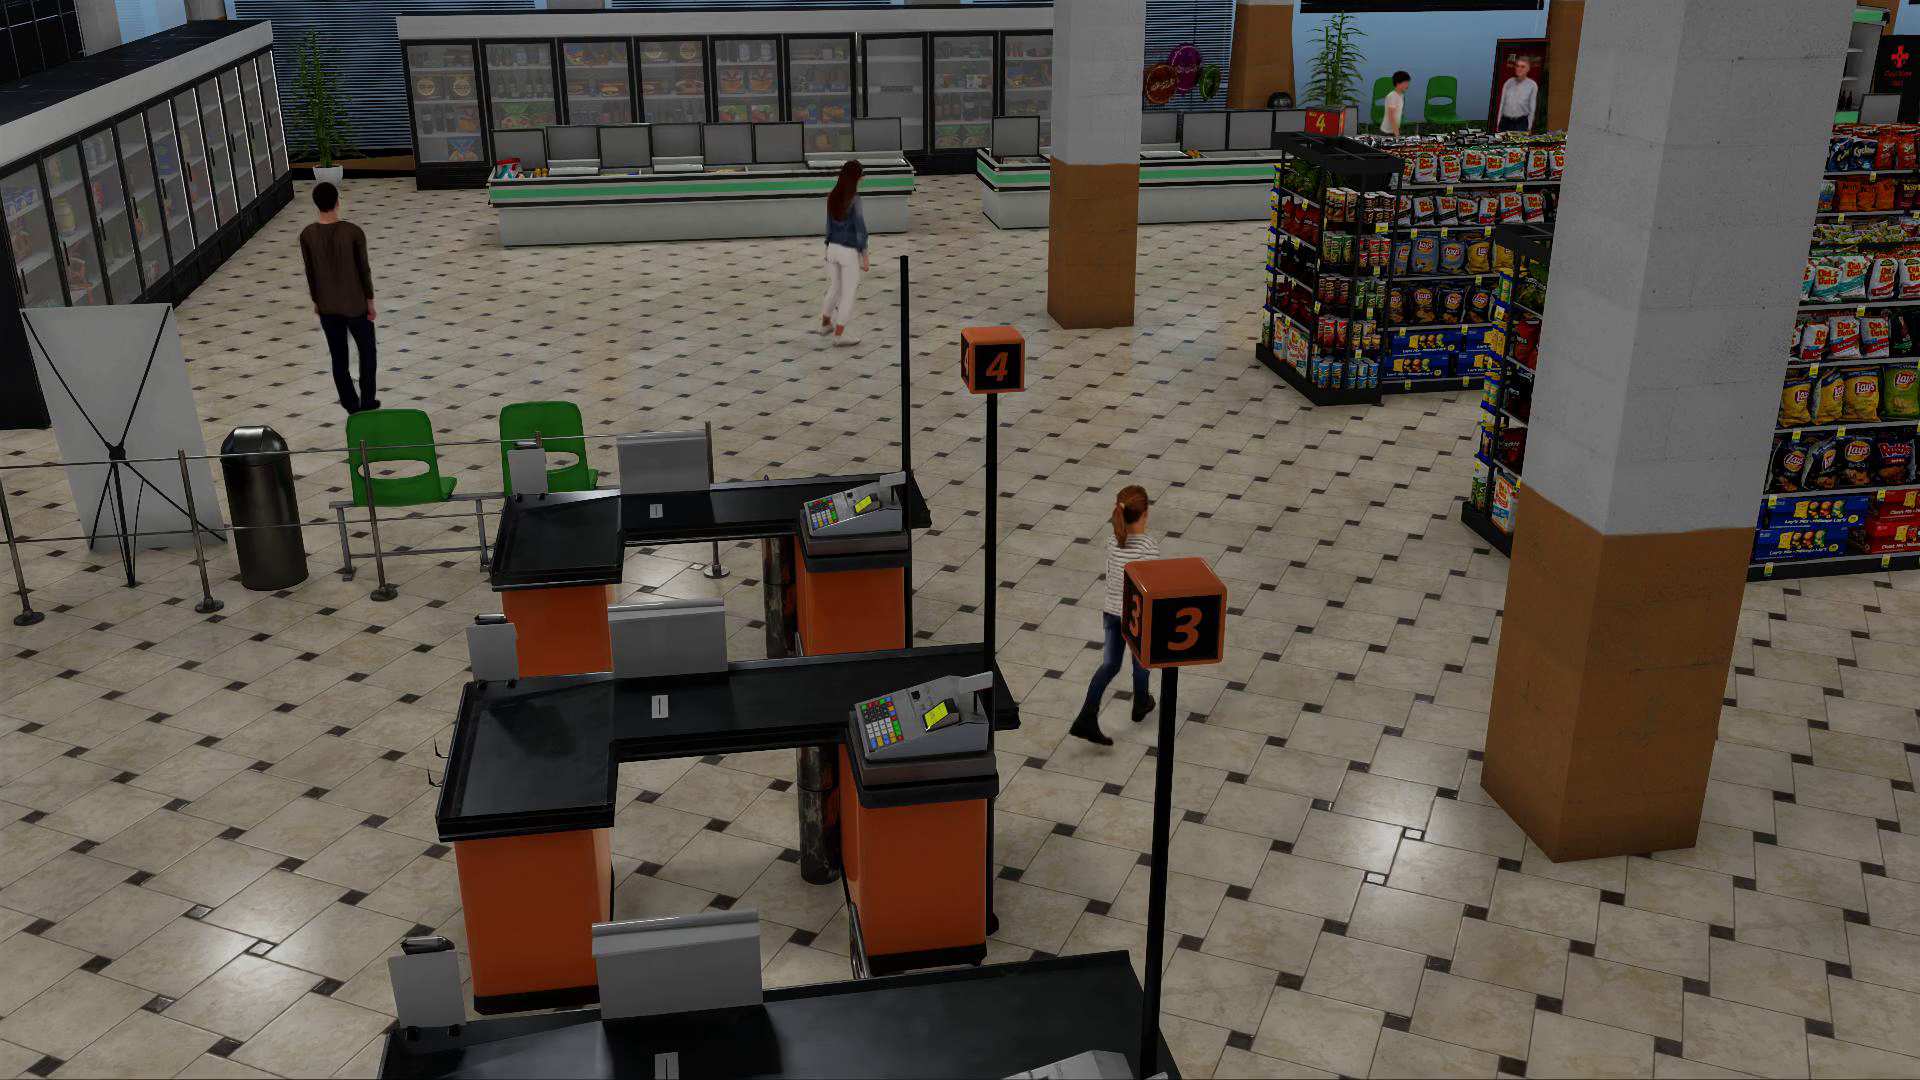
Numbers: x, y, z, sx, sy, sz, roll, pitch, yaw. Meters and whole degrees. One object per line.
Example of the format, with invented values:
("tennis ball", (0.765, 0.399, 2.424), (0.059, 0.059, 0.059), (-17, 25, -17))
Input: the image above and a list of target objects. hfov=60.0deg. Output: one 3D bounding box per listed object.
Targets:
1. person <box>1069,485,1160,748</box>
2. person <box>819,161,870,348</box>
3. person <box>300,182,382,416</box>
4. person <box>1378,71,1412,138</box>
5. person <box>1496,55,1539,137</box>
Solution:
("person", (0.785, 0.408, 8.205), (0.942, 1.277, 0.845), (-19, 29, -40))
("person", (-1.101, -2.589, 15.125), (0.847, 1.679, 0.827), (15, 26, 32))
("person", (-4.808, -1.804, 12.912), (0.583, 1.873, 0.714), (-3, 22, -8))
("person", (5.678, -5.419, 22.252), (1.083, 1.617, 1.071), (15, 26, 32))
("person", (7.559, -5.651, 22.583), (1.007, 1.801, 1.072), (17, 27, 35))
